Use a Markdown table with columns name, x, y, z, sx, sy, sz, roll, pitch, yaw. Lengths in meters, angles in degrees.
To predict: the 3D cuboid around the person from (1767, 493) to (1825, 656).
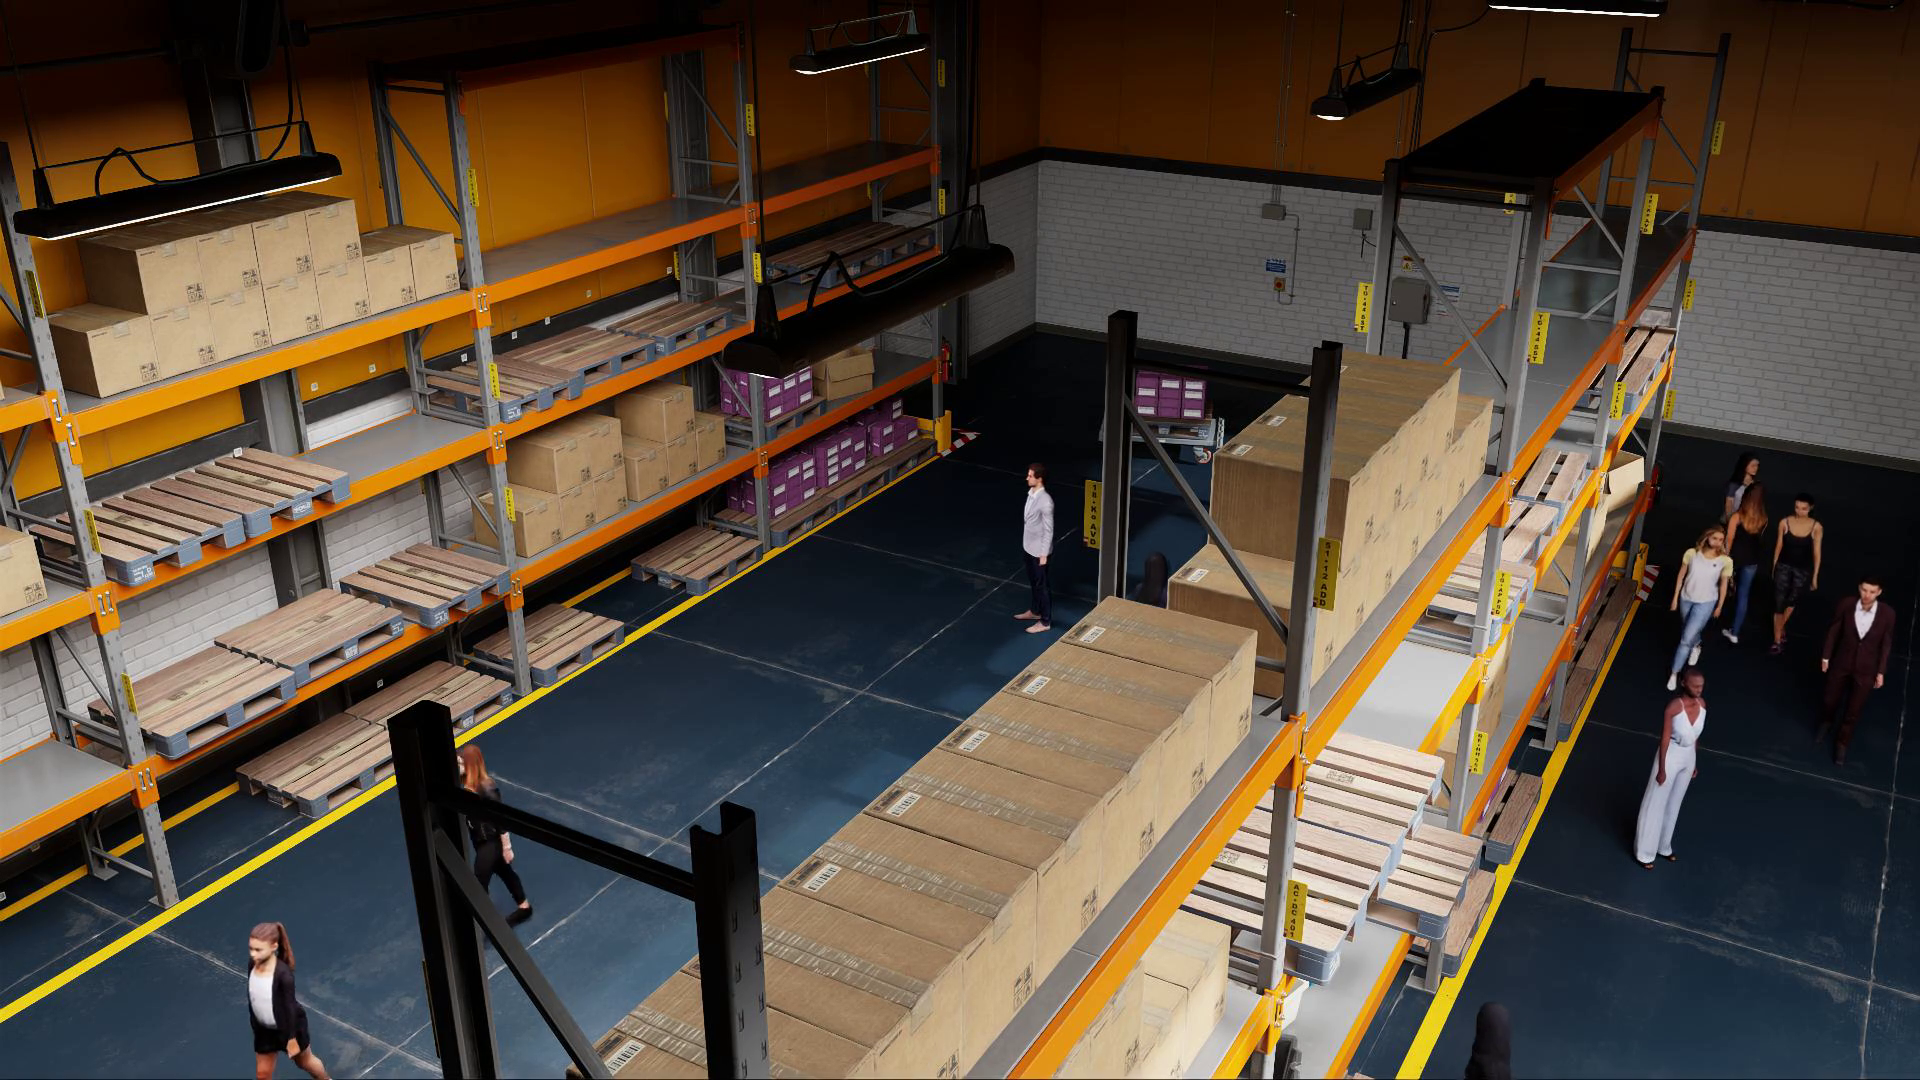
| name | x | y | z | sx | sy | sz | roll | pitch | yaw |
| --- | --- | --- | --- | --- | --- | --- | --- | --- | --- |
| person | 8.576 | 0.289 | 17.120 | 0.678 | 1.695 | 1.031 | 8 | 25 | 18 |

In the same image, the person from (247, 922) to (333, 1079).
| name | x | y | z | sx | sy | sz | roll | pitch | yaw |
| --- | --- | --- | --- | --- | --- | --- | --- | --- | --- |
| person | -4.365 | 3.129 | 10.840 | 0.631 | 1.521 | 0.991 | 10 | 25 | 21 |

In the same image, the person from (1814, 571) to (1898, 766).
| name | x | y | z | sx | sy | sz | roll | pitch | yaw |
| --- | --- | --- | --- | --- | --- | --- | --- | --- | --- |
| person | 8.110 | 1.104 | 15.060 | 0.687 | 1.853 | 0.777 | 13 | 27 | 27 |

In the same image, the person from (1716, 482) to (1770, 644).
| name | x | y | z | sx | sy | sz | roll | pitch | yaw |
| --- | --- | --- | --- | --- | --- | --- | --- | --- | --- |
| person | 8.102 | 0.262 | 17.194 | 0.876 | 1.685 | 1.041 | 0 | 24 | 0 |

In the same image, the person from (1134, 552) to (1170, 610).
| name | x | y | z | sx | sy | sz | roll | pitch | yaw |
| --- | --- | --- | --- | --- | --- | --- | --- | --- | --- |
| person | 1.795 | 0.977 | 15.529 | 0.624 | 1.709 | 0.697 | 15 | 28 | 31 |

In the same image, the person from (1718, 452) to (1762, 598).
| name | x | y | z | sx | sy | sz | roll | pitch | yaw |
| --- | --- | --- | --- | --- | --- | --- | --- | --- | --- |
| person | 8.455 | -0.195 | 18.231 | 0.711 | 1.692 | 0.783 | -11 | 26 | -24 |

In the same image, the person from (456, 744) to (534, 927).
| name | x | y | z | sx | sy | sz | roll | pitch | yaw |
| --- | --- | --- | --- | --- | --- | --- | --- | --- | --- |
| person | -3.504 | 2.255 | 12.645 | 1.094 | 1.677 | 0.830 | -18 | 30 | -36 |

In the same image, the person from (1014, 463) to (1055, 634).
| name | x | y | z | sx | sy | sz | roll | pitch | yaw |
| --- | --- | --- | --- | --- | --- | --- | --- | --- | --- |
| person | 0.819 | 0.058 | 17.454 | 0.804 | 1.851 | 0.756 | -7 | 25 | -16 |

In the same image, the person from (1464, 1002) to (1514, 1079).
| name | x | y | z | sx | sy | sz | roll | pitch | yaw |
| --- | --- | --- | --- | --- | --- | --- | --- | --- | --- |
| person | 3.115 | 3.528 | 9.859 | 0.828 | 1.577 | 0.651 | 0 | 24 | 1 |

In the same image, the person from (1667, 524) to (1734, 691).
| name | x | y | z | sx | sy | sz | roll | pitch | yaw |
| --- | --- | --- | --- | --- | --- | --- | --- | --- | --- |
| person | 7.285 | 0.601 | 16.427 | 0.674 | 1.678 | 1.149 | 15 | 28 | 30 |

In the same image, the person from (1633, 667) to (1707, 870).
| name | x | y | z | sx | sy | sz | roll | pitch | yaw |
| --- | --- | --- | --- | --- | --- | --- | --- | --- | --- |
| person | 5.779 | 1.830 | 13.483 | 0.591 | 1.786 | 0.697 | -11 | 26 | -24 |
